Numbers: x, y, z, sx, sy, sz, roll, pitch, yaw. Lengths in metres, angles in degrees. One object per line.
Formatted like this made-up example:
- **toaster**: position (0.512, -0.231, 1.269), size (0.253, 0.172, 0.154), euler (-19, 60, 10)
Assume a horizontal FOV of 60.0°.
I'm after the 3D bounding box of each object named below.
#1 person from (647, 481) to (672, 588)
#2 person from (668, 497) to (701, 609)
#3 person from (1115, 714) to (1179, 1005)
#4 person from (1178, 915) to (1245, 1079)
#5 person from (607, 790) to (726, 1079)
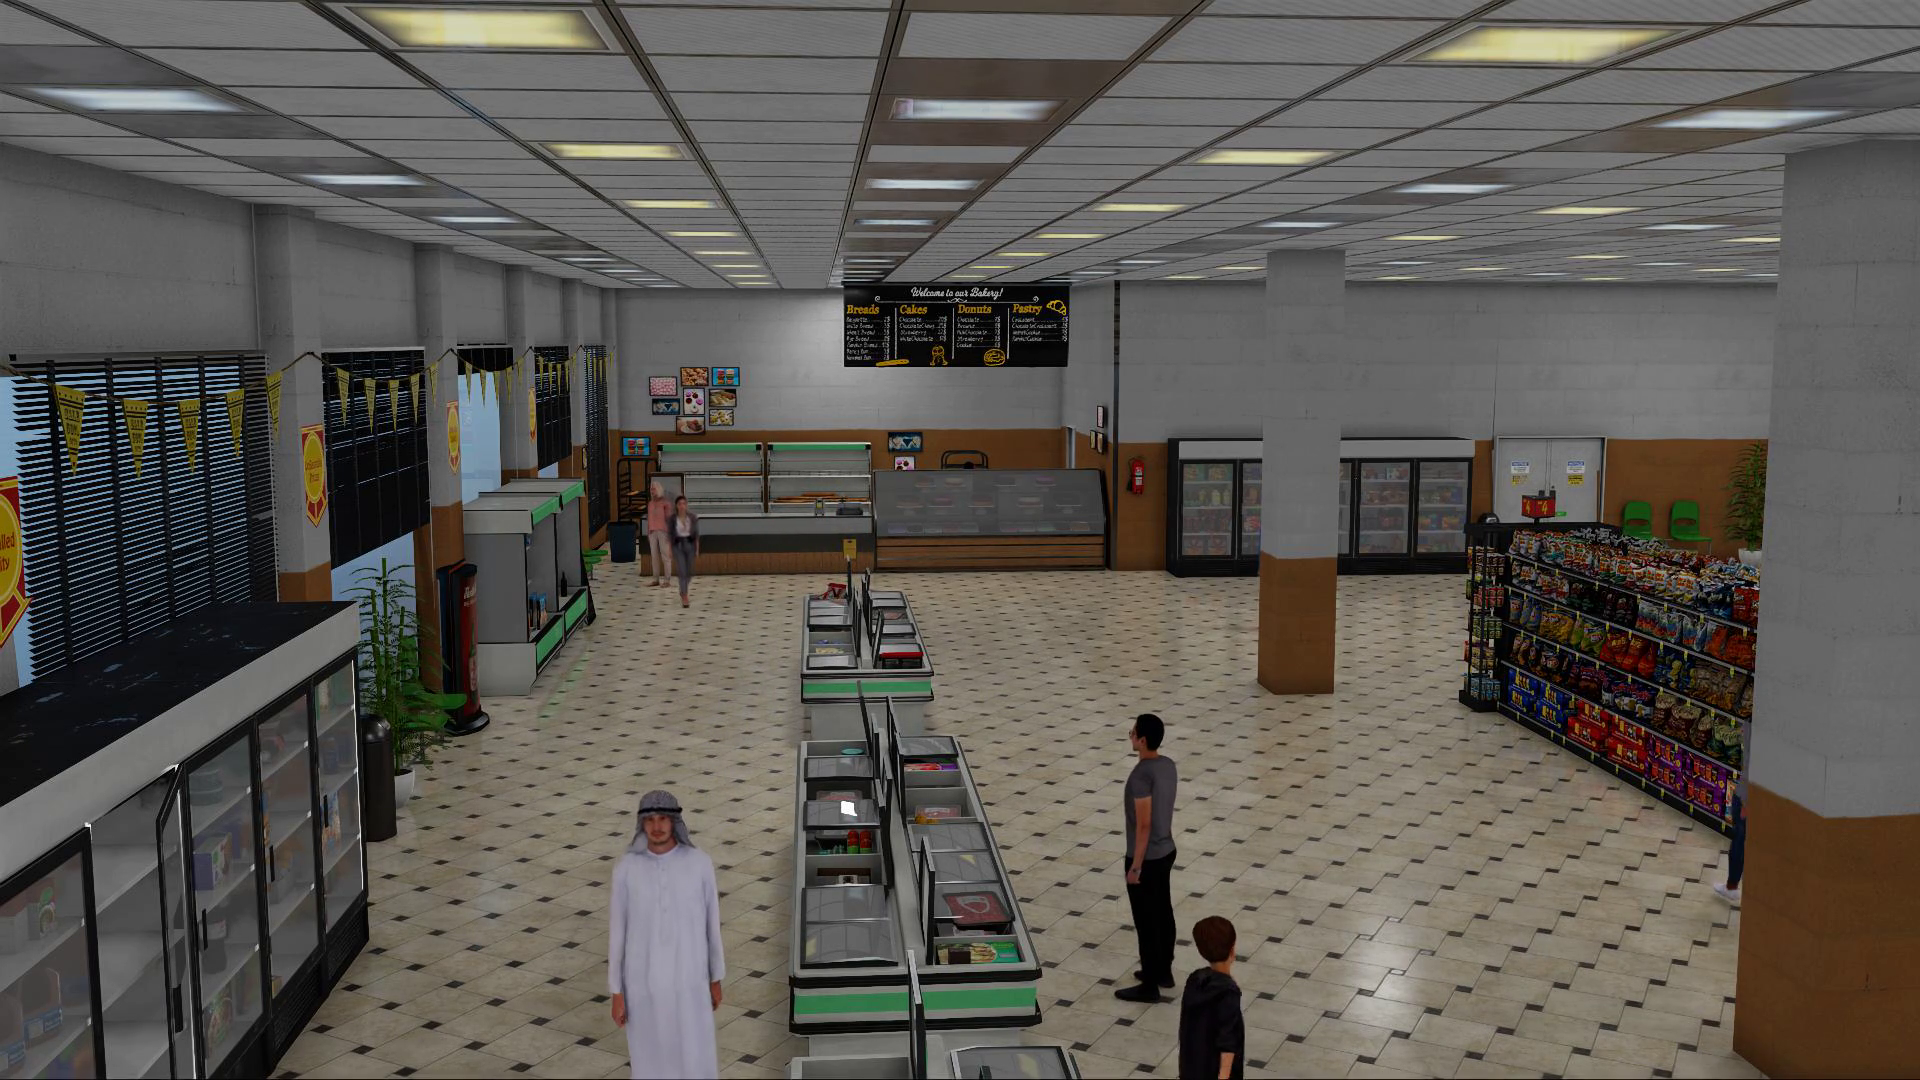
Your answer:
- **person**: position (-4.874, -0.101, 26.991), size (0.681, 1.723, 0.685), euler (3, 8, 25)
- **person**: position (-4.159, 0.180, 24.989), size (0.778, 1.648, 1.135), euler (-2, 7, -19)
- **person**: position (1.162, 1.919, 10.152), size (0.759, 1.754, 0.655), euler (4, 8, 28)
- **person**: position (1.101, 2.419, 7.406), size (0.775, 1.421, 0.642), euler (-1, 7, -11)
- **person**: position (-1.397, 2.108, 7.940), size (0.730, 1.910, 0.786), euler (-1, 7, -10)
